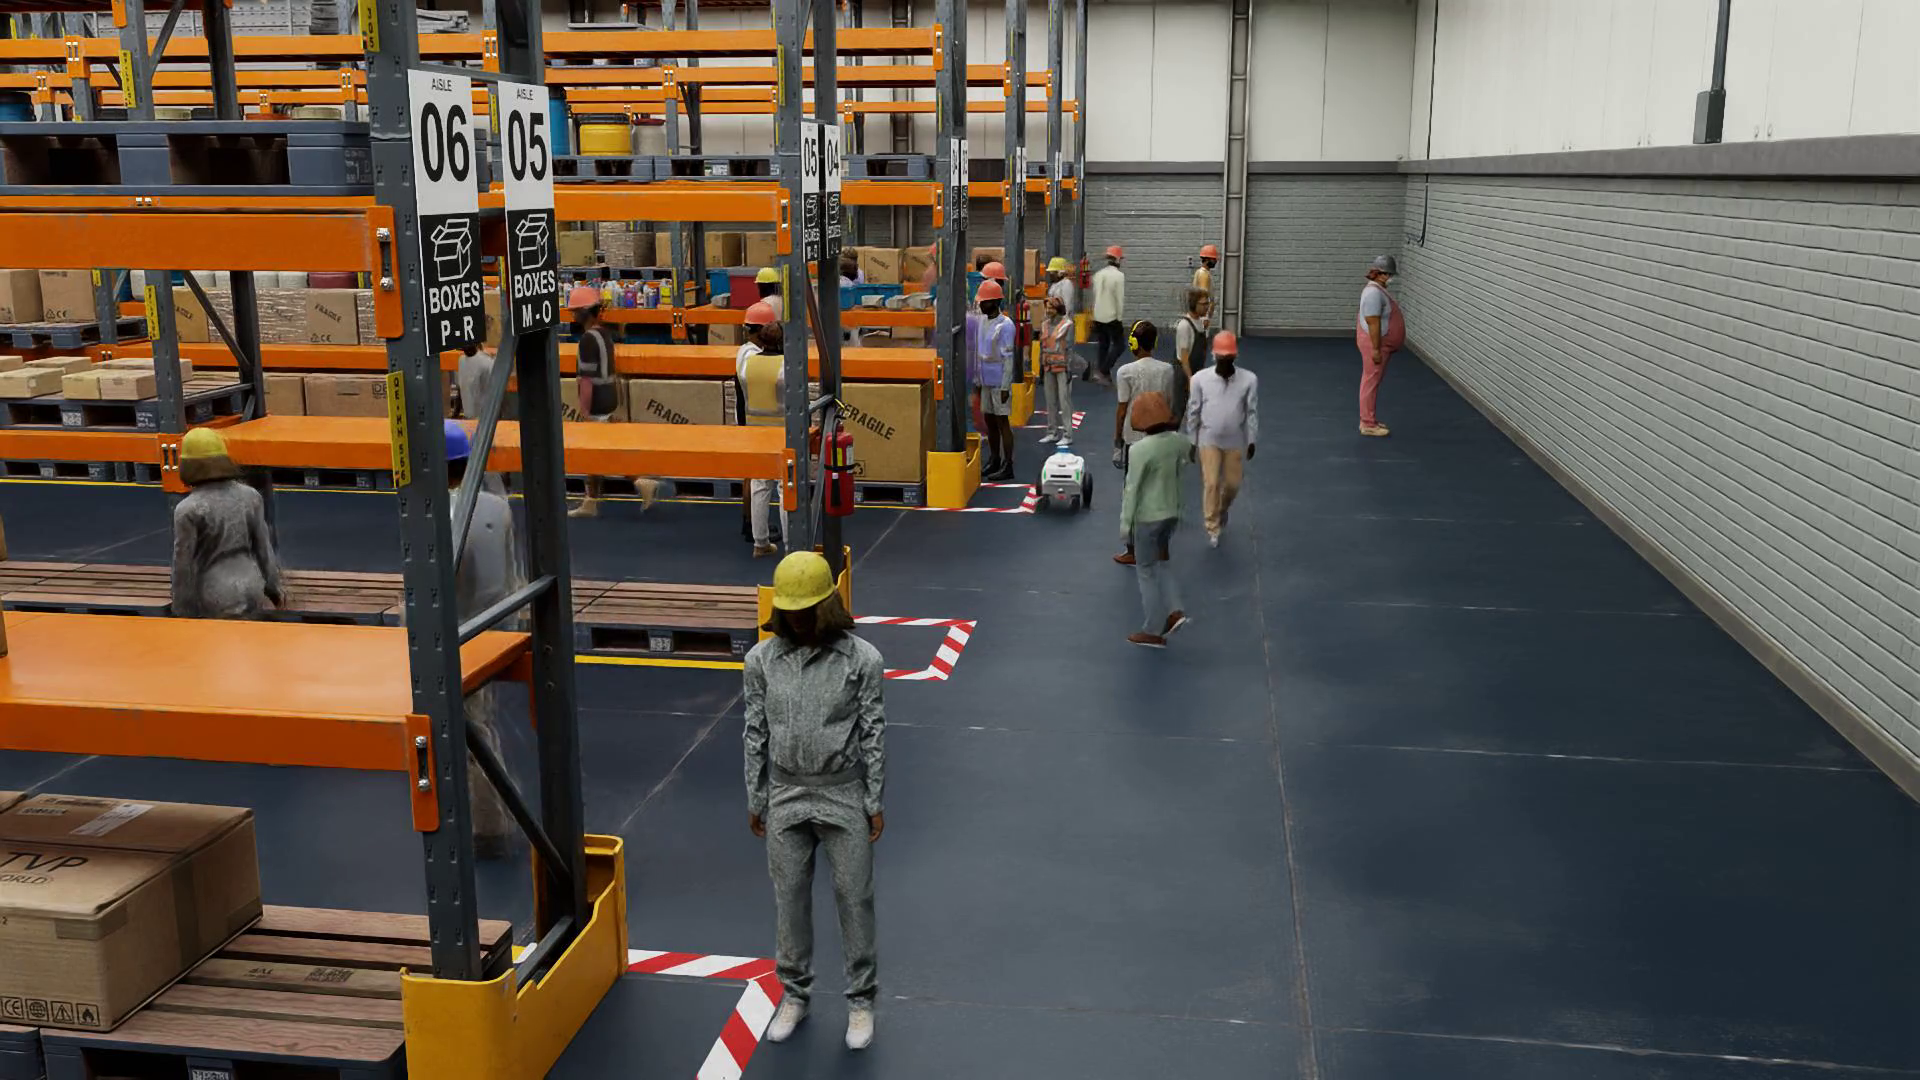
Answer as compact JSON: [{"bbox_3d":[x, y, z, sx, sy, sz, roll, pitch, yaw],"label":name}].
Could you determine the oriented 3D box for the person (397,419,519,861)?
[{"bbox_3d":[-2.208,0.442,7.151,0.612,1.928,0.609,3,13,13],"label":"person"}]

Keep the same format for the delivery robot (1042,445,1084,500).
[{"bbox_3d":[0.912,-0.591,14.696,0.477,0.478,0.707,1,12,7],"label":"delivery robot"}]

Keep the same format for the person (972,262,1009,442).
[{"bbox_3d":[0.329,-2.063,18.328,0.407,1.981,0.625,-3,13,-15],"label":"person"}]

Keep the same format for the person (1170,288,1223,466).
[{"bbox_3d":[2.420,-1.600,16.636,0.914,1.802,0.526,7,14,29],"label":"person"}]

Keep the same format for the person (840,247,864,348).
[{"bbox_3d":[-1.486,-3.055,22.896,0.356,1.938,0.638,0,12,1],"label":"person"}]

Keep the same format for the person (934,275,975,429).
[{"bbox_3d":[-0.026,-2.188,19.054,0.408,1.906,0.652,-7,14,-29],"label":"person"}]

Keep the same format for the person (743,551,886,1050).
[{"bbox_3d":[-0.494,0.878,5.617,0.489,1.731,0.320,2,13,7],"label":"person"}]

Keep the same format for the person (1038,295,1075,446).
[{"bbox_3d":[1.057,-1.848,18.149,0.315,1.631,0.524,-11,16,-40],"label":"person"}]

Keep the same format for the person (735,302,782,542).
[{"bbox_3d":[-1.610,-0.946,13.404,0.390,1.929,0.545,-3,13,-13],"label":"person"}]

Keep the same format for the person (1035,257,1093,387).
[{"bbox_3d":[1.440,-3.002,22.961,0.746,1.801,0.590,-5,13,-21],"label":"person"}]

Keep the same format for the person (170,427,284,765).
[{"bbox_3d":[-3.765,0.276,8.394,0.888,1.689,0.503,6,14,25],"label":"person"}]

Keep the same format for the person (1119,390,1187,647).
[{"bbox_3d":[1.188,-0.130,10.412,0.347,1.616,0.522,11,16,40],"label":"person"}]

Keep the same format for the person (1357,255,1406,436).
[{"bbox_3d":[4.777,-2.219,18.891,0.535,2.000,0.674,3,13,12],"label":"person"}]

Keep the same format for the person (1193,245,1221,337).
[{"bbox_3d":[3.485,-3.208,23.597,0.377,1.932,0.552,0,12,2],"label":"person"}]

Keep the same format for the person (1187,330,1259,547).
[{"bbox_3d":[2.097,-0.834,13.347,0.573,1.735,0.589,0,12,0],"label":"person"}]

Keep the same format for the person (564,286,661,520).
[{"bbox_3d":[-2.994,-1.140,14.087,0.783,2.015,0.610,0,12,-1],"label":"person"}]

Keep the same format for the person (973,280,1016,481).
[{"bbox_3d":[0.309,-1.537,16.076,0.393,1.929,0.545,-8,15,-31],"label":"person"}]

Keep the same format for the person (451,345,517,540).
[{"bbox_3d":[-3.894,-0.845,13.149,0.792,1.837,0.498,-9,15,-34],"label":"person"}]

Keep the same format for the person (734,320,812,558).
[{"bbox_3d":[-1.401,-0.759,12.752,0.634,1.841,0.429,6,14,26],"label":"person"}]

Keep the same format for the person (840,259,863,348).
[{"bbox_3d":[-1.480,-2.818,22.143,0.447,1.805,0.666,-1,13,-3],"label":"person"}]

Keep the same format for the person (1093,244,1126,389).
[{"bbox_3d":[2.043,-3.036,22.709,0.468,1.974,0.626,-10,16,-38],"label":"person"}]

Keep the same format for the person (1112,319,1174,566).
[{"bbox_3d":[1.390,-0.730,12.600,0.503,1.858,0.336,-7,14,-27],"label":"person"}]
